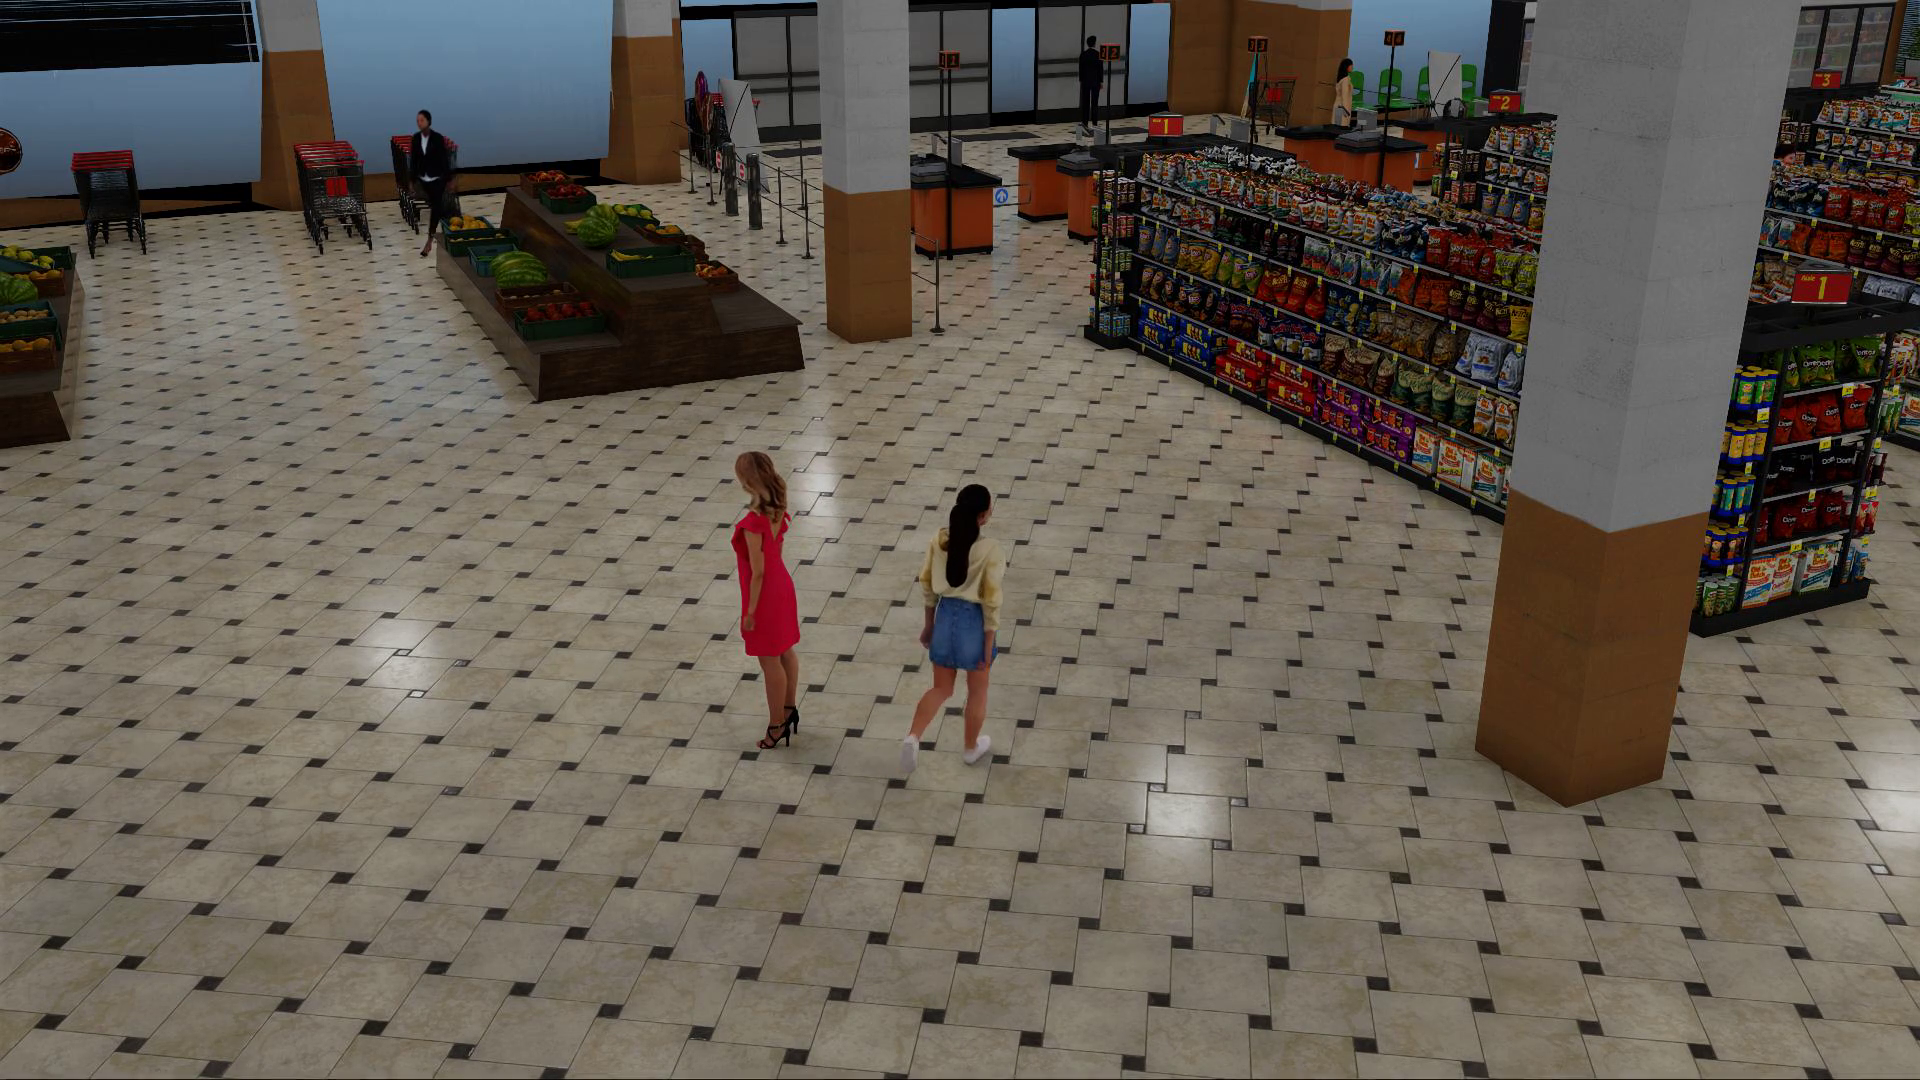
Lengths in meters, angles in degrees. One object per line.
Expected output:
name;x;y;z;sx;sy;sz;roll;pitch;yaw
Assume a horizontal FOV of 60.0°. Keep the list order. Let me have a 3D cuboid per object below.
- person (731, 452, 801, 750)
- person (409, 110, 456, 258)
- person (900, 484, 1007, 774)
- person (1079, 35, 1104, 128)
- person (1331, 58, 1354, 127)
person;-1.039;0.323;9.118;0.724;1.726;0.660;7;23;18
person;-6.595;-4.477;20.994;1.077;1.779;1.200;5;22;13
person;-0.023;0.531;8.765;1.038;1.603;1.032;12;25;27
person;2.470;-8.630;31.399;0.694;1.727;0.760;8;23;20
person;6.417;-7.234;27.984;0.778;1.682;0.638;1;22;2
